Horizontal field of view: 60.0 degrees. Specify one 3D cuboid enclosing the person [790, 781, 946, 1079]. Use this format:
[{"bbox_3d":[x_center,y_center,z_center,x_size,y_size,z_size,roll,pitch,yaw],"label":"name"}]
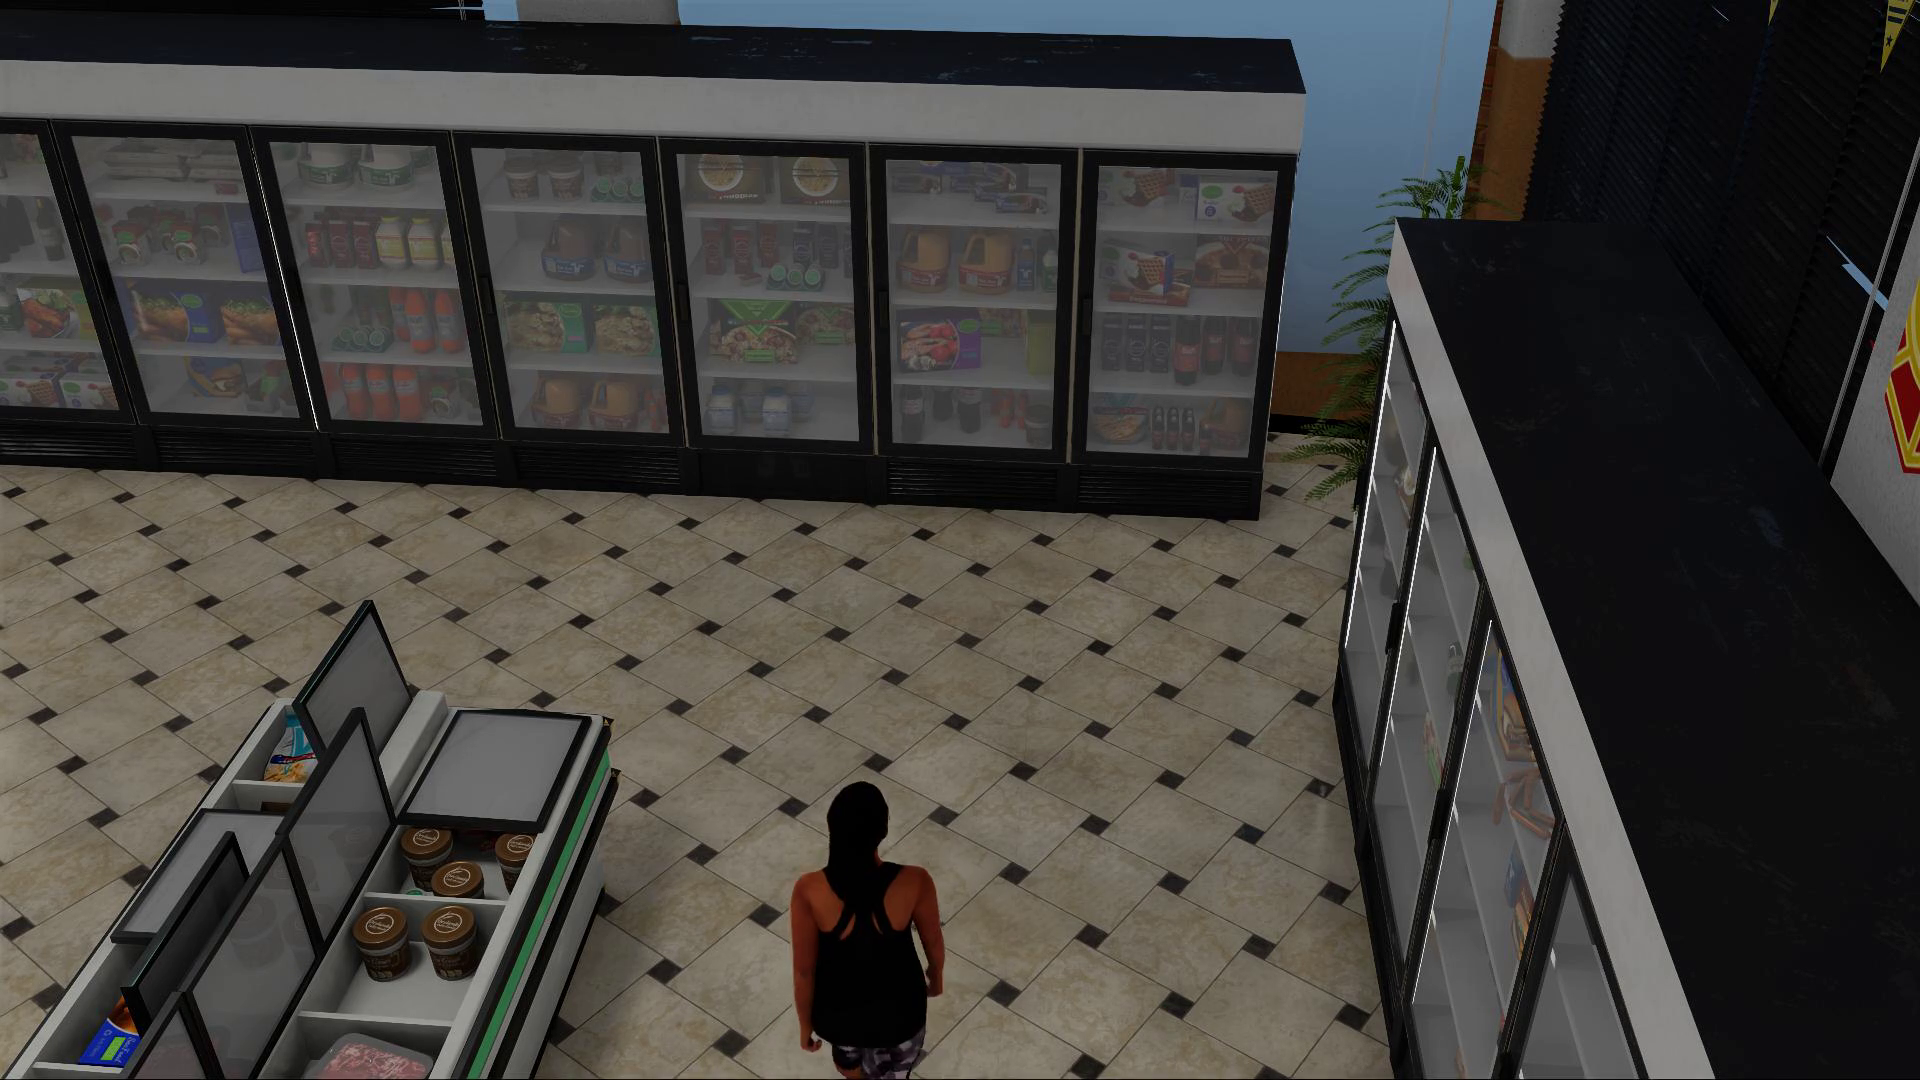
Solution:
[{"bbox_3d":[-0.265,1.430,4.841,0.706,1.621,1.113,-2,32,-3],"label":"person"}]
